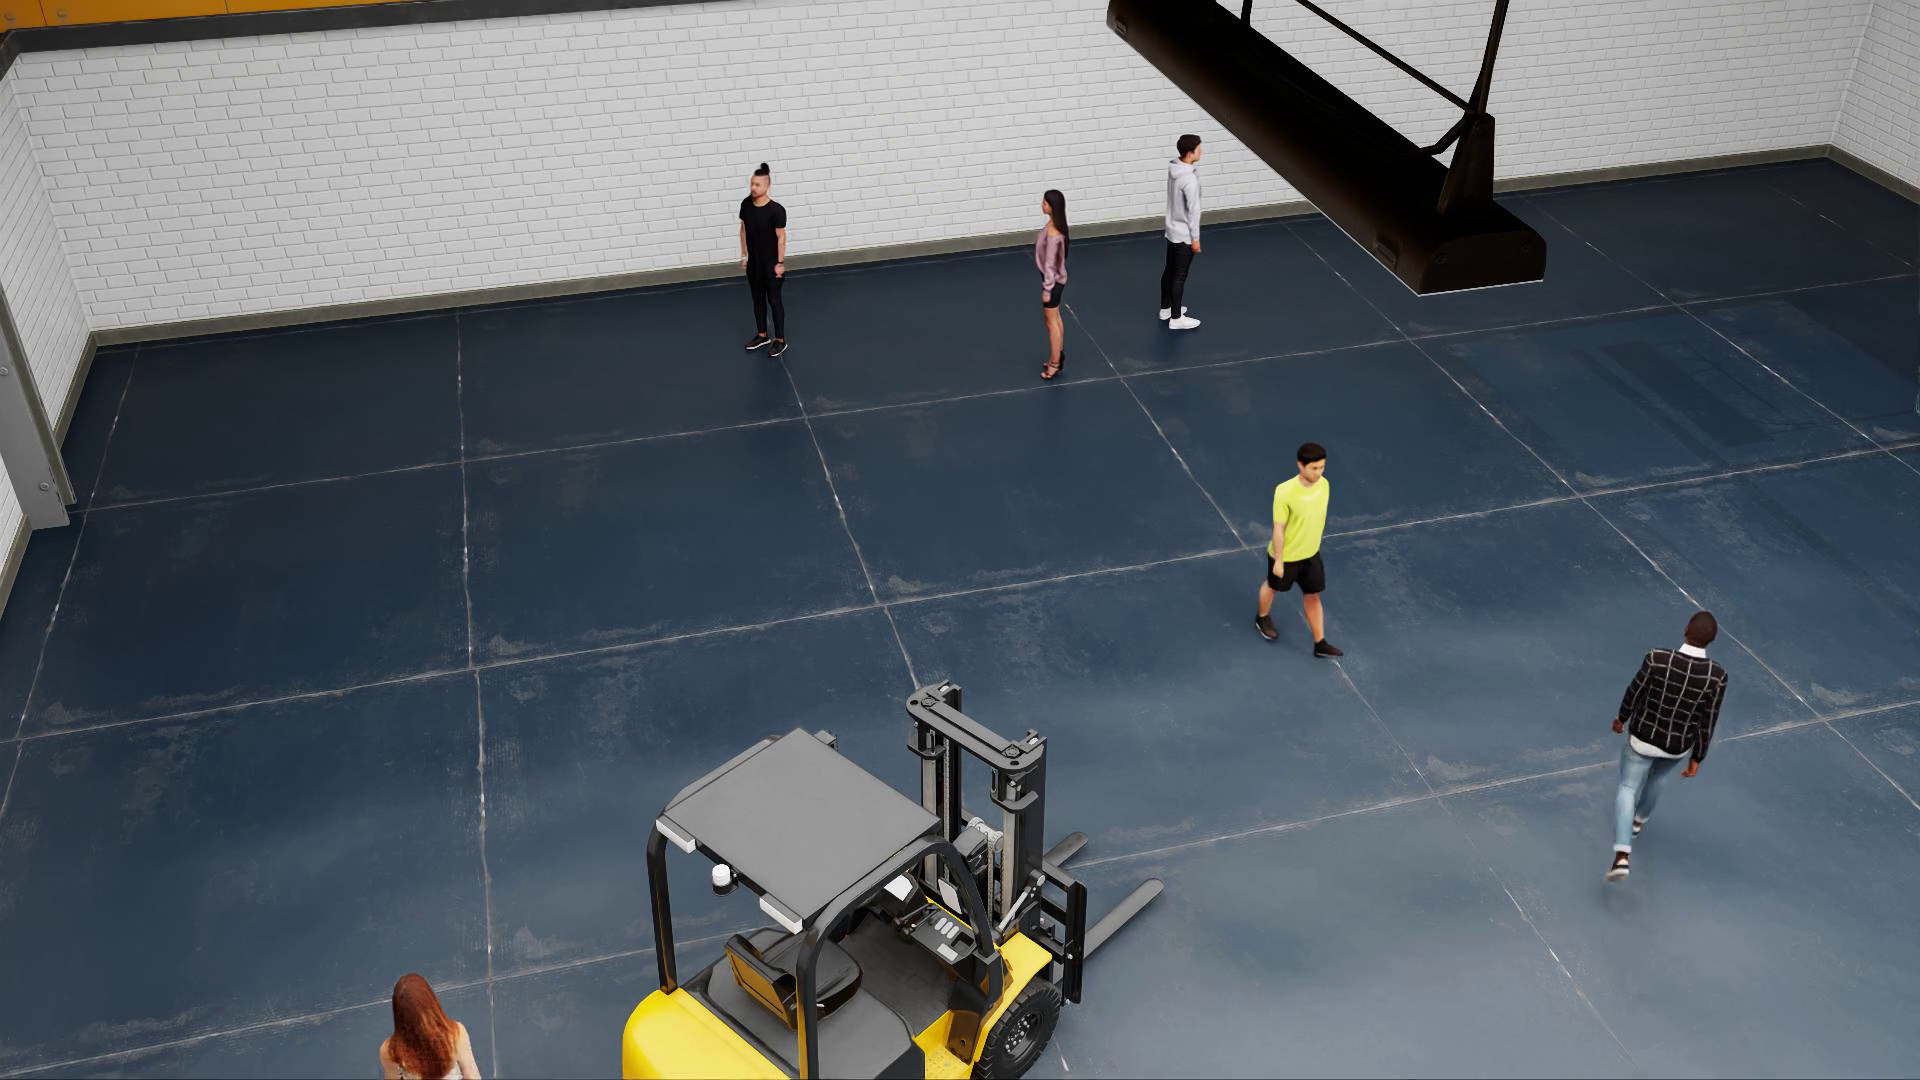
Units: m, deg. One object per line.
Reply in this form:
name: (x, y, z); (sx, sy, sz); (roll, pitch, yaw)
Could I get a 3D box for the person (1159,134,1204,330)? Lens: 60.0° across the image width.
person: (2.136, -2.993, 16.093); (0.747, 1.925, 0.535); (-10, 35, -15)

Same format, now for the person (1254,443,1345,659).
person: (2.321, 0.021, 11.788); (0.748, 1.672, 1.051); (-16, 37, -22)

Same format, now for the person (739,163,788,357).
person: (-1.838, -2.640, 15.623); (0.754, 1.857, 0.825); (20, 38, 27)

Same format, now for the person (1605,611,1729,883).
person: (4.132, 1.239, 9.845); (1.092, 1.793, 1.258); (11, 35, 16)

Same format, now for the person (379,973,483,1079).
person: (-2.384, 2.729, 7.704); (0.663, 1.682, 1.053); (-12, 36, -18)

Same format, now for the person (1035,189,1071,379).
person: (0.858, -2.339, 15.213); (0.749, 1.811, 0.598); (4, 34, 6)
